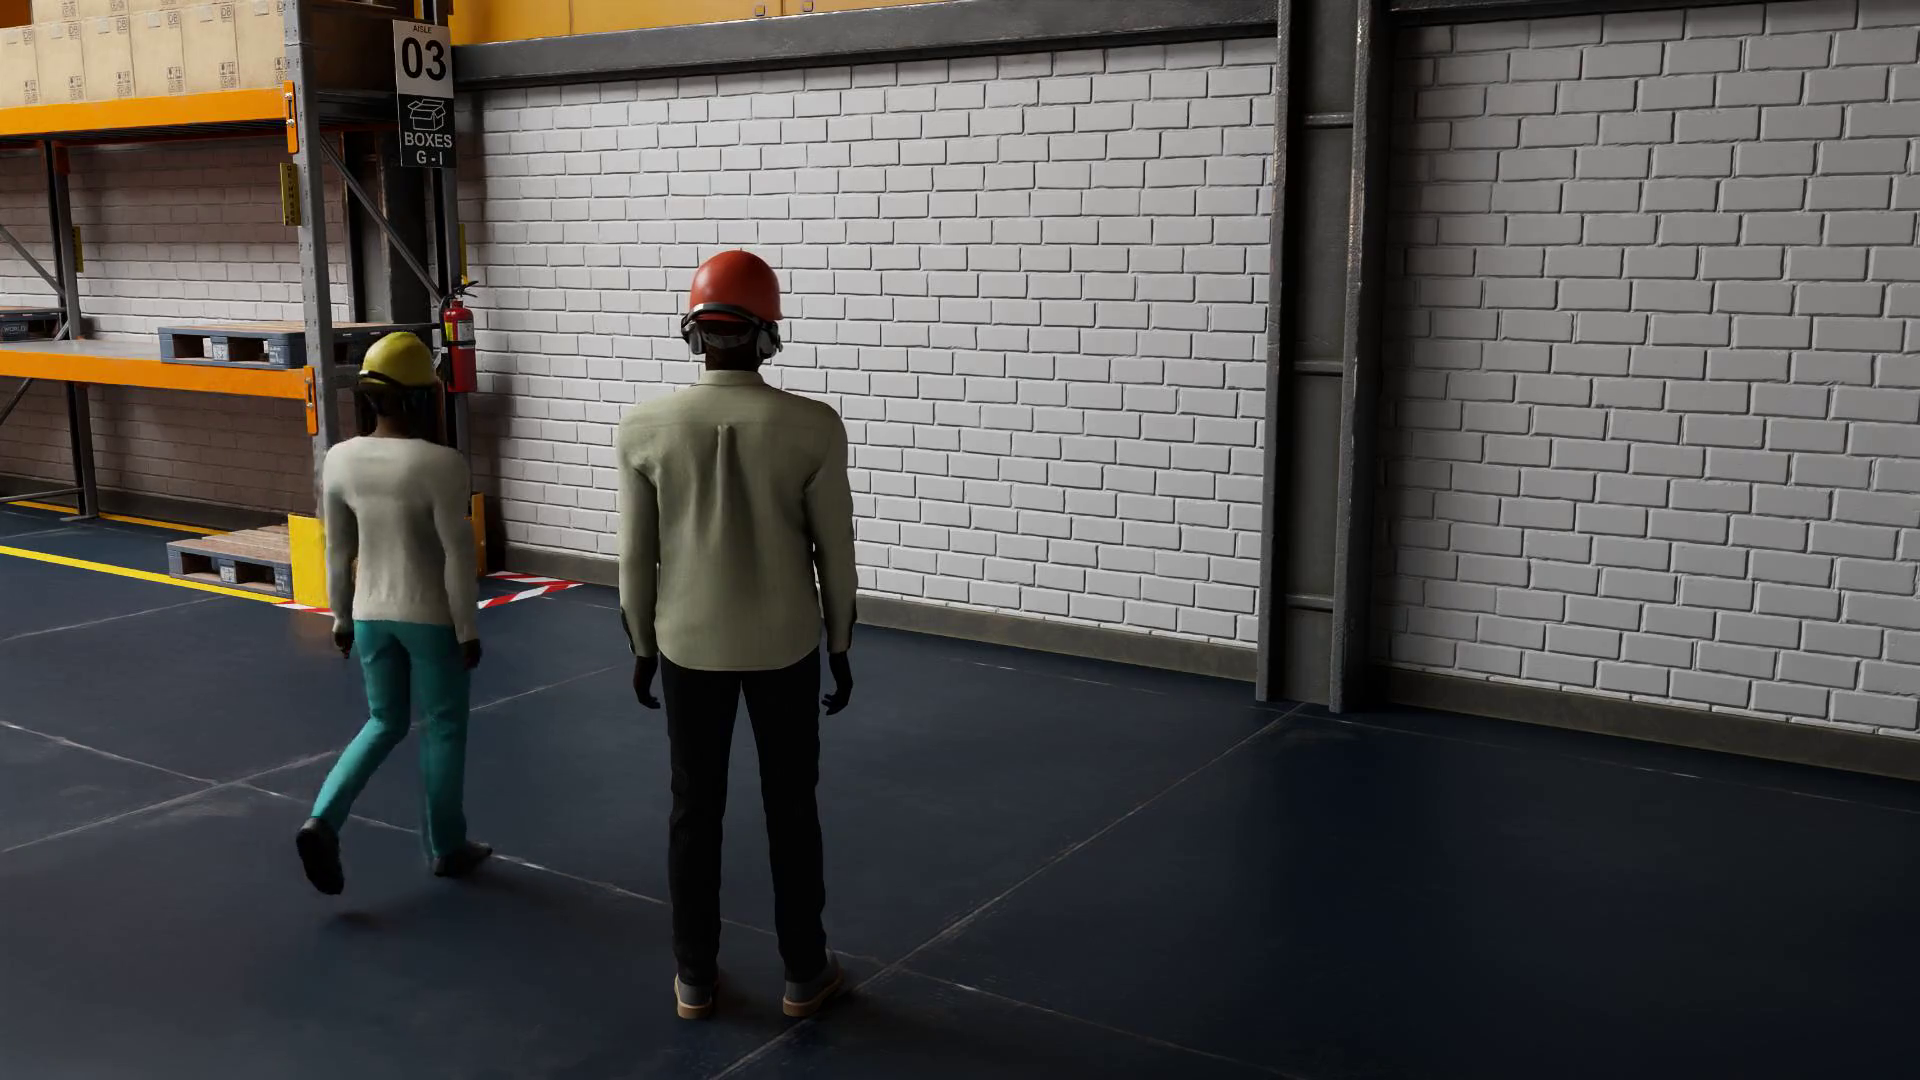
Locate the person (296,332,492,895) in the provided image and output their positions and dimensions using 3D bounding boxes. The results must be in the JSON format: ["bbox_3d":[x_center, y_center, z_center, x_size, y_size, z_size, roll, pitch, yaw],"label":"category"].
[{"bbox_3d":[-1.736,0.245,5.091,0.529,1.749,0.641,4,11,20],"label":"person"}]

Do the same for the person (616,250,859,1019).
[{"bbox_3d":[-0.566,0.263,4.303,0.613,1.994,0.382,0,10,0],"label":"person"}]
